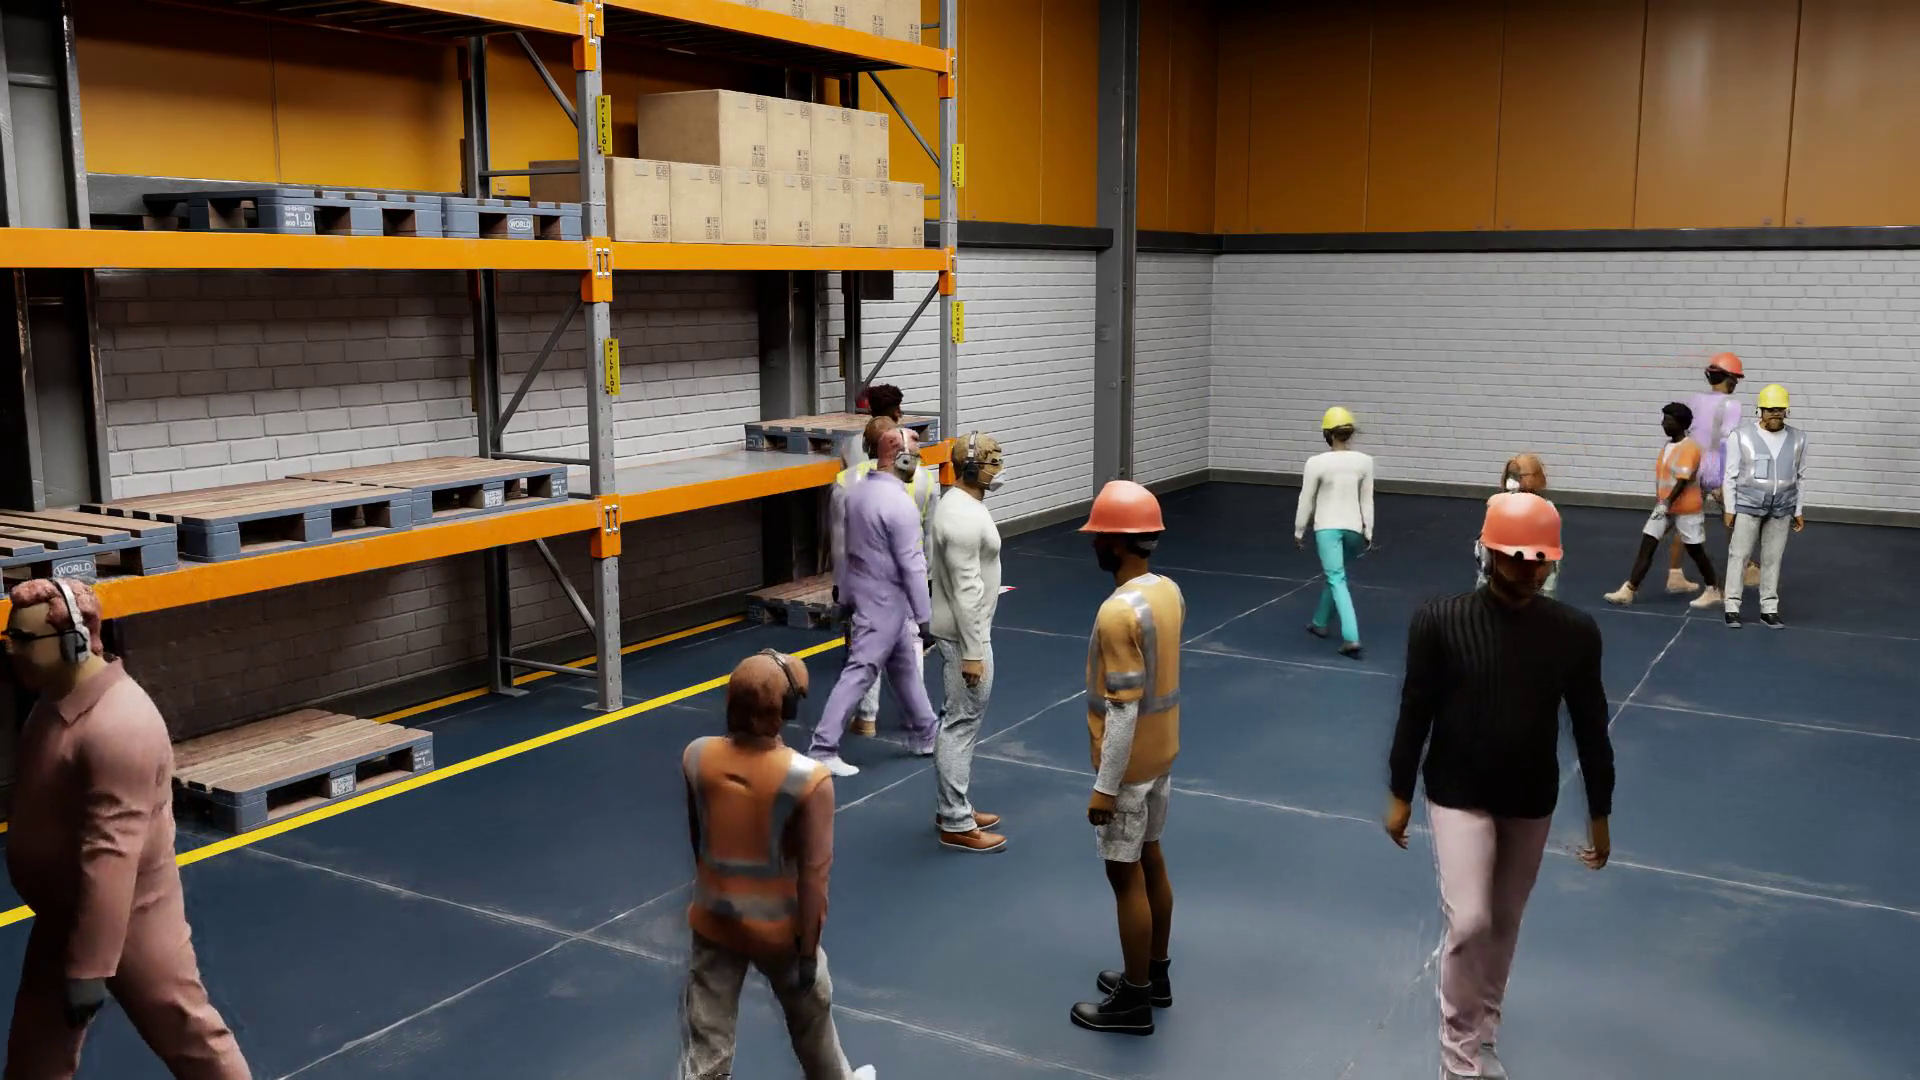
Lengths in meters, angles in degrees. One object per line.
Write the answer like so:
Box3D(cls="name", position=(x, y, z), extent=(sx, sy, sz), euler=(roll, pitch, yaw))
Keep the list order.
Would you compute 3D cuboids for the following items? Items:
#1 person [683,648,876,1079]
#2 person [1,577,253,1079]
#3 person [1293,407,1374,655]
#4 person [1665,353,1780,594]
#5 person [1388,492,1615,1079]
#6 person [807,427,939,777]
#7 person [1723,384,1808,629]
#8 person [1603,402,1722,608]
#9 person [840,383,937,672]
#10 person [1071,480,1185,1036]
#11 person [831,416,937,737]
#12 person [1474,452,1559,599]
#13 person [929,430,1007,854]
Box3D(cls="person", position=(-0.549, 1.096, 4.796), extent=(0.515, 1.586, 0.884), euler=(4, 10, 22))
Box3D(cls="person", position=(-2.346, 1.020, 4.456), extent=(0.662, 1.852, 1.006), euler=(8, 12, 43))
Box3D(cls="person", position=(2.661, -0.079, 11.731), extent=(0.535, 1.716, 0.946), euler=(-3, 10, -17))
Box3D(cls="person", position=(6.319, -0.543, 13.762), extent=(1.020, 1.987, 0.628), euler=(-3, 10, -17))
Box3D(cls="person", position=(1.721, 0.837, 5.195), extent=(0.660, 1.967, 0.737), euler=(0, 9, -2))
Box3D(cls="person", position=(-0.401, 0.329, 8.813), extent=(1.026, 1.854, 0.657), euler=(-3, 10, -21))
Box3D(cls="person", position=(5.999, -0.247, 12.403), extent=(0.587, 1.835, 0.404), euler=(1, 9, 7))
Box3D(cls="person", position=(5.643, -0.266, 13.102), extent=(0.882, 1.650, 0.533), euler=(-1, 9, -8))
Box3D(cls="person", position=(-0.493, -0.090, 11.146), extent=(0.632, 1.911, 0.990), euler=(5, 11, 31))
Box3D(cls="person", position=(0.574, 0.756, 5.826), extent=(0.365, 1.935, 0.552), euler=(4, 10, 25))
Box3D(cls="person", position=(-0.441, 0.207, 9.552), extent=(0.634, 1.841, 0.429), euler=(-3, 10, -18))
Box3D(cls="person", position=(3.350, 0.267, 9.878), extent=(0.694, 1.612, 0.501), euler=(-5, 10, -28))
Box3D(cls="person", position=(0.034, 0.458, 7.679), extent=(0.355, 1.937, 0.635), euler=(0, 9, -2))
